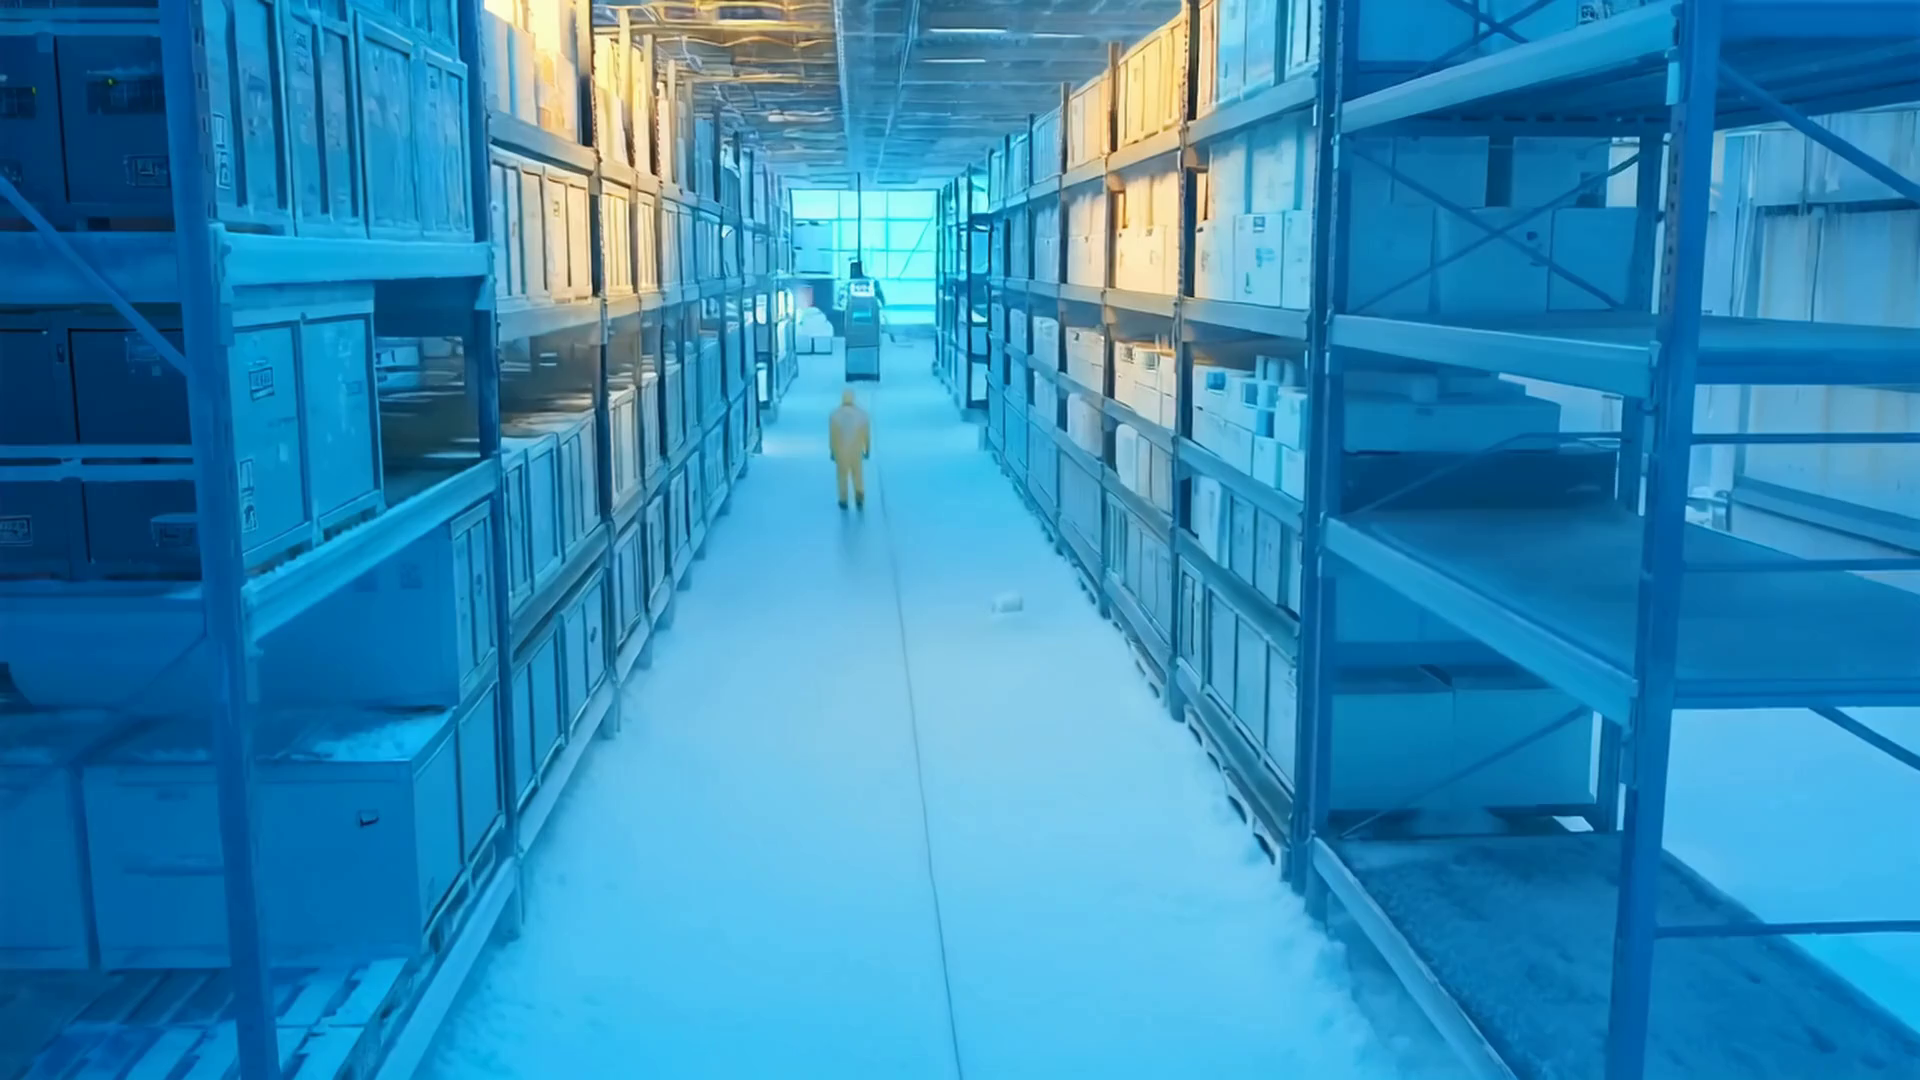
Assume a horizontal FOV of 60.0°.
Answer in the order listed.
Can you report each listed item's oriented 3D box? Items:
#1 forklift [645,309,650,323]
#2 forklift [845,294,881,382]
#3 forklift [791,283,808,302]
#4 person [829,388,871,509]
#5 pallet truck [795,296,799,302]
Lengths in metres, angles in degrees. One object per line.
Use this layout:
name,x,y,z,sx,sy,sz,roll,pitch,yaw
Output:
forklift,-9.302,-5.941,49.953,1.873,2.768,1.129,-4,10,-25
forklift,-3.127,-6.499,53.289,1.129,2.768,1.873,-1,10,-4
forklift,-7.751,-10.953,79.894,1.129,2.768,1.873,-4,10,-22
person,-1.705,-1.420,25.956,0.656,1.881,0.819,-2,10,-14
pallet truck,-8.622,-12.439,91.403,1.885,1.965,0.823,2,10,13
